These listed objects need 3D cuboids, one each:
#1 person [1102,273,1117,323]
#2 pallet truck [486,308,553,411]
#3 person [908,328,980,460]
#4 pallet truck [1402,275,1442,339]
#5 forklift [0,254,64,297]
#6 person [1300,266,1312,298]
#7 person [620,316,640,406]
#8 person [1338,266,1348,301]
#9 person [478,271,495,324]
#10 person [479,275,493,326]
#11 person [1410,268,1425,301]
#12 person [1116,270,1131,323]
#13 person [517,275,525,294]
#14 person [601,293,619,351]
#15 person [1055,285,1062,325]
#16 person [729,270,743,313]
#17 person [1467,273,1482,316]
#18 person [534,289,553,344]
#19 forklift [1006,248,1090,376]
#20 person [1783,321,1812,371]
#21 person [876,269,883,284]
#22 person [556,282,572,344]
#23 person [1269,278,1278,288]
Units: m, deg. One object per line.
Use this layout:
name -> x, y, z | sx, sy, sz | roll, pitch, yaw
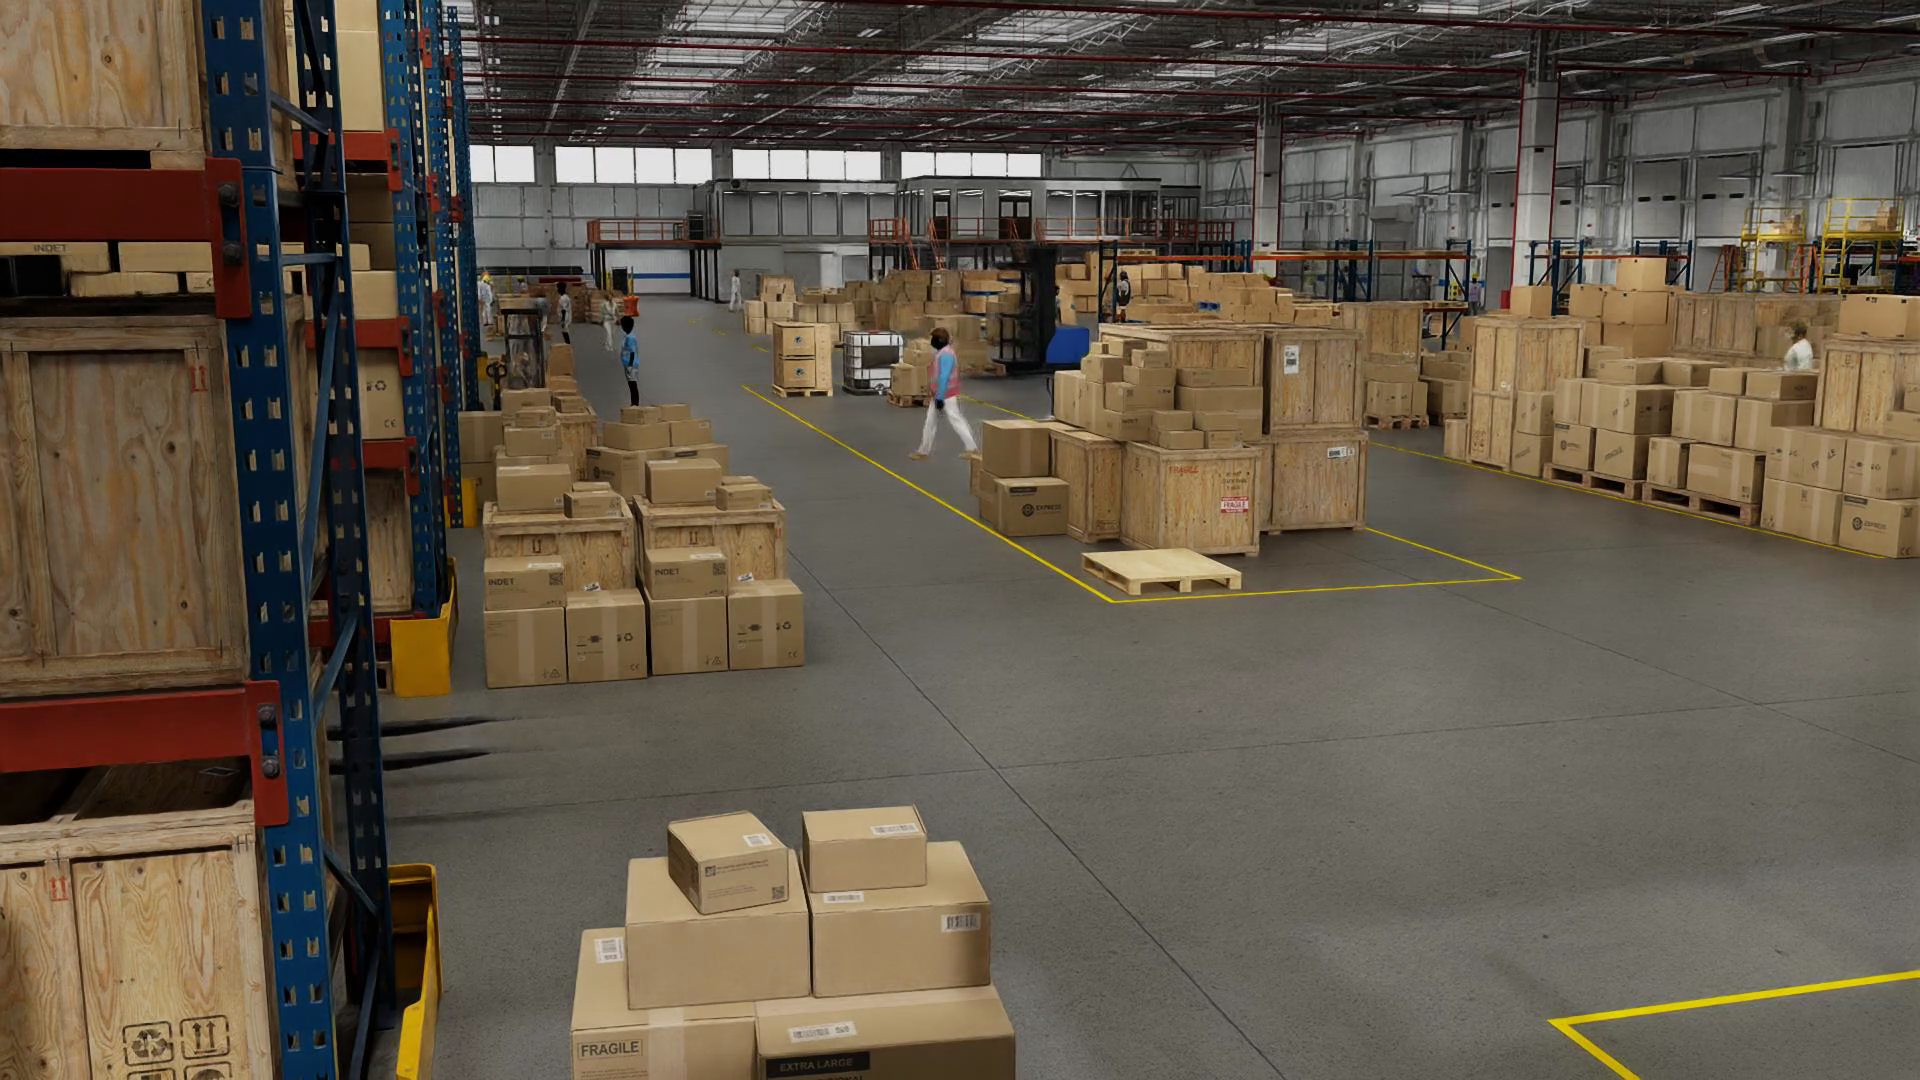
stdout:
person -> 5.326, -8.575, 59.441 | 0.556, 1.924, 0.678 | -6, 12, -29
pallet truck -> -6.242, -2.418, 24.362 | 0.823, 1.965, 1.885 | 1, 10, 3
person -> -0.175, -1.953, 22.333 | 0.961, 1.800, 0.628 | -2, 10, -11
pallet truck -> 14.620, -7.324, 52.145 | 0.823, 1.965, 1.885 | 8, 13, 40
forklift -> -4.473, 0.038, 7.958 | 1.873, 2.768, 1.129 | -3, 10, -15
person -> 18.424, -13.721, 88.873 | 0.661, 1.815, 0.735 | -6, 12, -32
person -> -5.632, -2.975, 28.380 | 0.319, 1.694, 0.532 | -3, 10, -17
person -> 18.752, -12.413, 81.273 | 0.604, 1.880, 0.902 | -6, 11, -29
person -> -17.551, -8.973, 61.600 | 0.605, 1.962, 0.939 | -1, 10, -4
person -> -17.022, -8.608, 59.883 | 0.586, 1.833, 0.403 | 7, 12, 36
person -> 21.169, -11.644, 77.033 | 0.666, 1.870, 0.974 | 1, 10, 4
person -> 5.674, -8.406, 58.152 | 0.538, 2.000, 0.684 | 4, 11, 20
person -> -17.344, -9.599, 65.746 | 0.295, 1.744, 0.491 | -8, 13, -37
person -> -9.679, -6.013, 45.837 | 0.525, 1.613, 0.770 | -8, 13, -38
person -> 2.503, -5.833, 44.104 | 0.324, 1.858, 0.531 | -9, 13, -42
person -> -9.616, -10.738, 71.886 | 0.929, 1.846, 0.614 | 3, 11, 18
person -> 18.395, -8.592, 59.567 | 0.581, 1.919, 0.391 | -2, 10, -9
person -> -12.294, -6.618, 49.264 | 0.505, 1.609, 0.724 | 4, 11, 22
forklift -> 1.869, -5.063, 36.840 | 1.873, 2.768, 1.129 | -3, 10, -15
person -> 10.823, -1.887, 21.649 | 0.687, 1.917, 0.683 | 3, 11, 19
person -> -3.693, -11.403, 75.724 | 0.786, 1.825, 0.521 | 7, 12, 34
person -> -10.271, -5.716, 43.149 | 0.371, 1.960, 0.606 | -2, 10, -12
person -> 10.000, -7.484, 53.408 | 0.575, 1.870, 0.409 | 4, 11, 23
